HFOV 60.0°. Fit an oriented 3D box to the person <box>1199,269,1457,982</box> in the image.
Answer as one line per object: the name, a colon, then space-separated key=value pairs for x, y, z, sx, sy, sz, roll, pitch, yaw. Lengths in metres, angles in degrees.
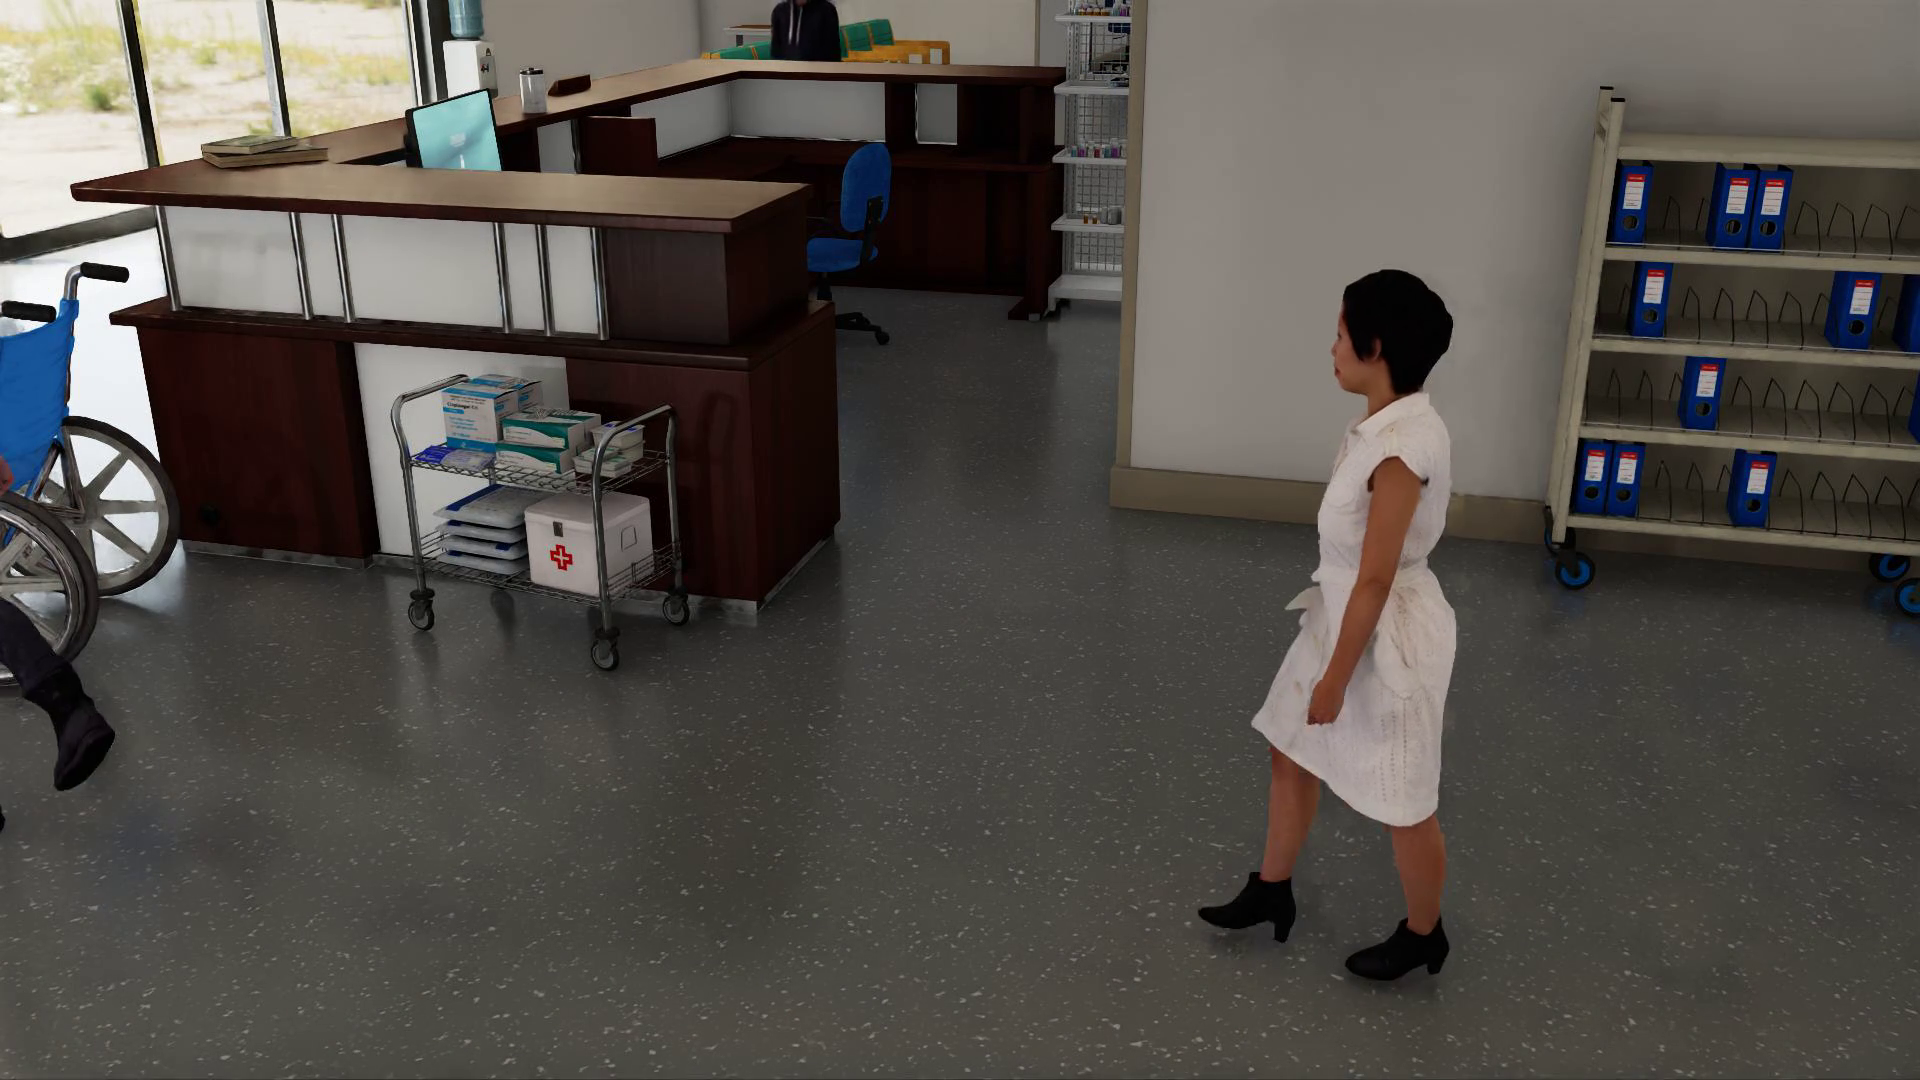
person: x=0.931 y=0.238 z=3.366 sx=0.758 sy=1.531 sz=0.568 roll=4 pitch=21 yaw=10

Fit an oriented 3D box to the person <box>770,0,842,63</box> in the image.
person: x=-1.079 y=-3.306 z=12.241 sx=0.671 sy=1.874 sz=0.798 roll=11 pitch=23 yaw=26
